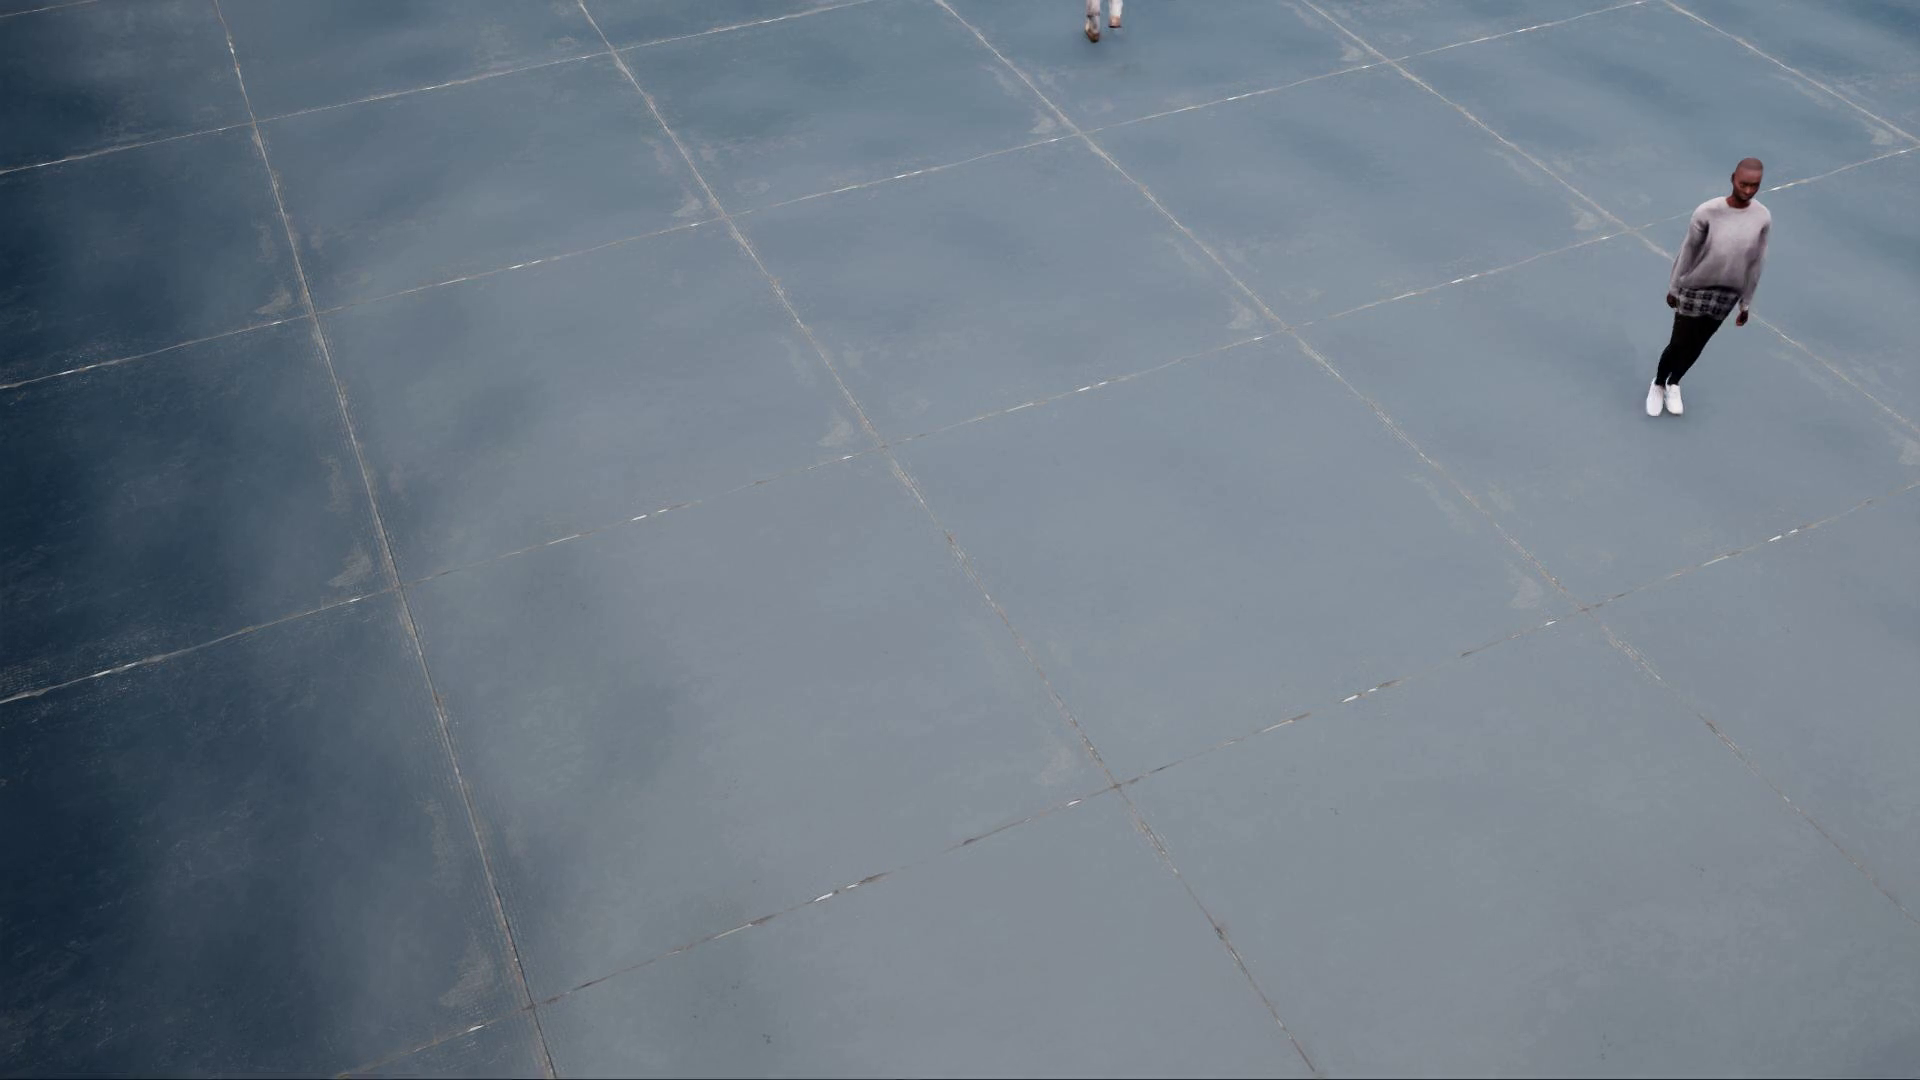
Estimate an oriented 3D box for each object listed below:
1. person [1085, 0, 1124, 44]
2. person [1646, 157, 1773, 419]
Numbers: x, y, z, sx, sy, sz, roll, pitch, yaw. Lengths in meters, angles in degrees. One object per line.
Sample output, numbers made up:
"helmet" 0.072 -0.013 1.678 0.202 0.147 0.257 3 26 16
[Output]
"person" 1.234 -5.085 13.959 0.748 1.877 0.772 -7 43 -7
"person" 4.566 -1.575 10.181 0.727 1.761 0.750 2 42 2
